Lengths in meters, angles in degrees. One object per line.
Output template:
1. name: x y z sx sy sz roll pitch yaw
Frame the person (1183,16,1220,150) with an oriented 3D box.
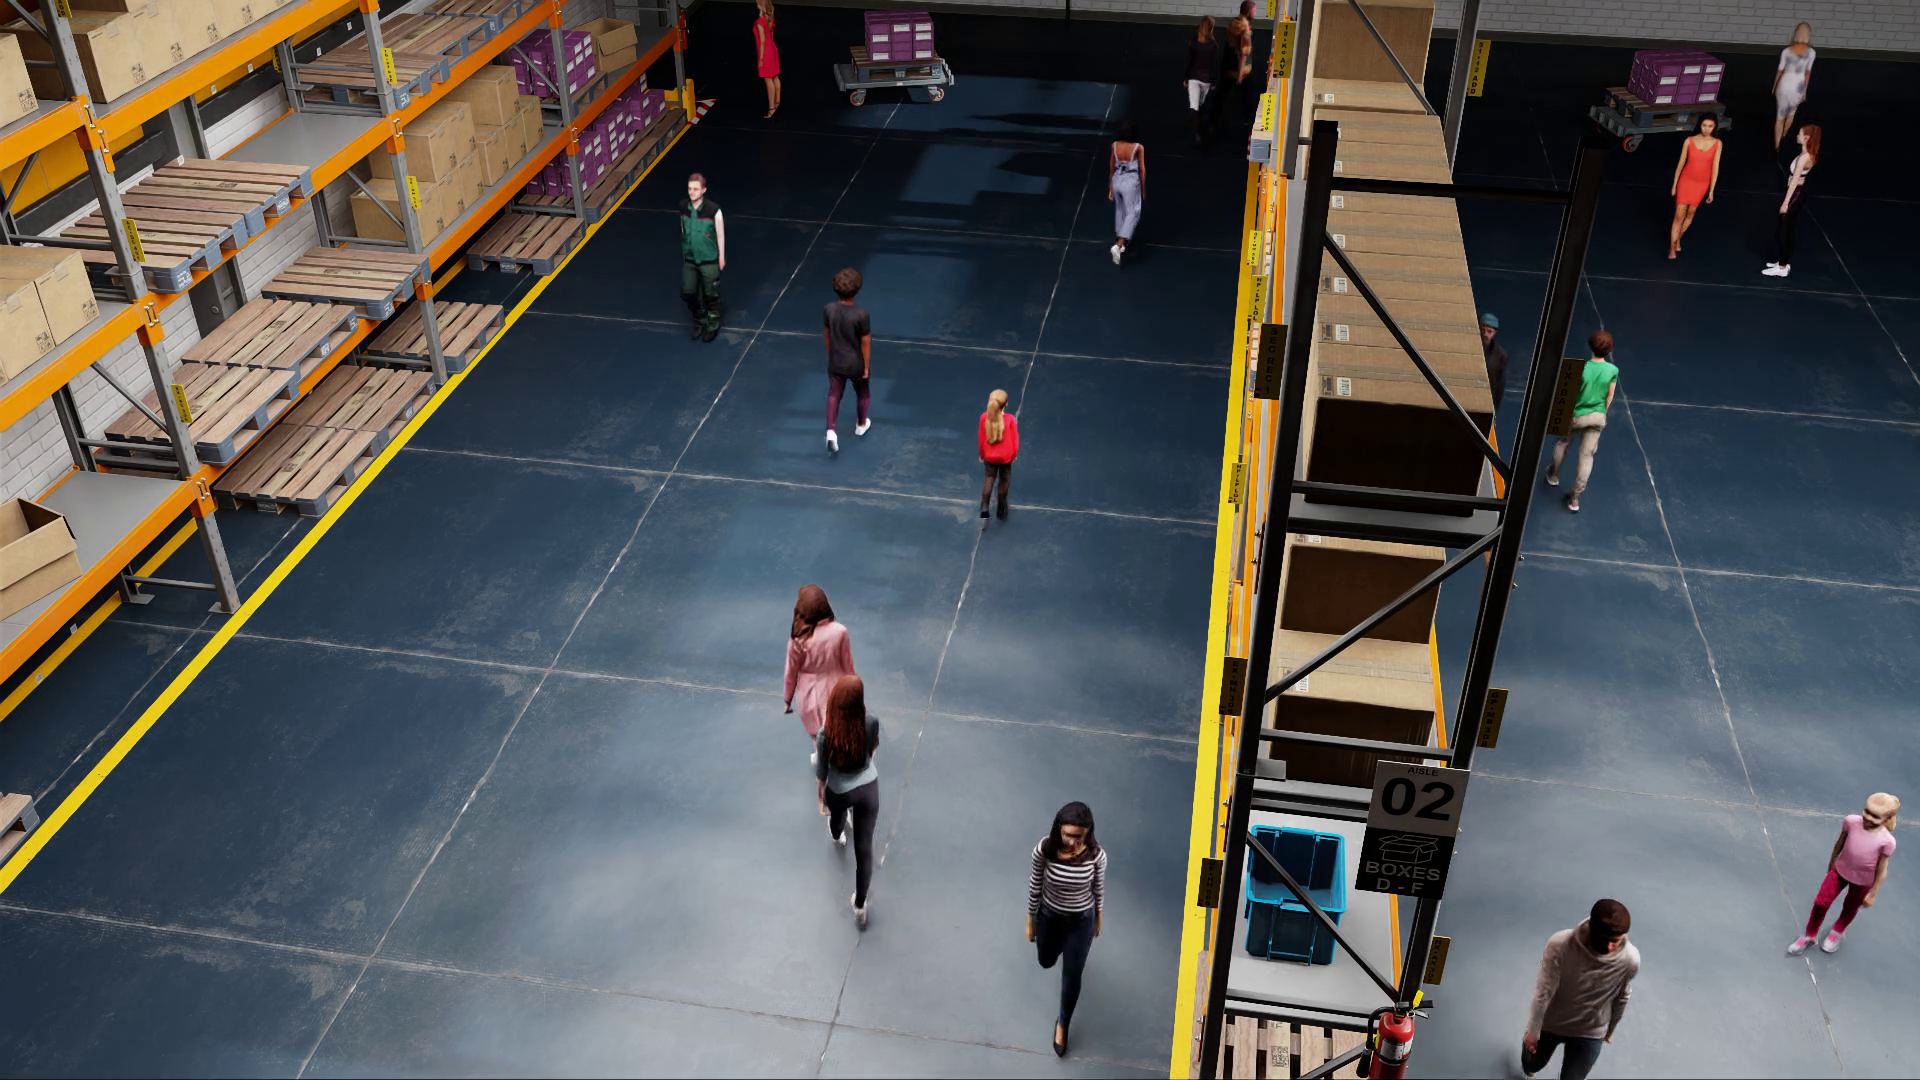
1. person: 3.182 -6.012 22.019 0.622 1.697 1.139 2 34 3

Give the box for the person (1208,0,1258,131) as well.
1. person: 3.663 -6.372 22.505 1.178 1.759 1.199 -12 36 -18

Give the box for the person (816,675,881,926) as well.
1. person: -0.649 1.672 10.473 0.920 1.682 1.240 -8 35 -12

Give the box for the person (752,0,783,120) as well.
1. person: -2.655 -6.736 23.080 0.675 1.728 0.538 13 36 18

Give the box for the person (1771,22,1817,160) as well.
1. person: 10.847 -5.826 21.729 0.696 1.709 1.044 12 36 18

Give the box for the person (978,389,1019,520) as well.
1. person: 0.320 -0.711 14.428 0.533 1.272 0.683 9 35 14

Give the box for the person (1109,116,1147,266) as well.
1. person: 1.878 -3.961 18.959 0.796 1.670 1.111 16 37 23

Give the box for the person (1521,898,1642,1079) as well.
1. person: 3.295 2.542 9.034 0.686 1.826 1.089 7 34 10

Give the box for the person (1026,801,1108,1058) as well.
1. person: 0.606 2.159 9.652 0.641 1.778 0.981 2 34 4

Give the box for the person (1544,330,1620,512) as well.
1. person: 5.496 -1.014 14.565 0.570 1.625 0.911 5 34 8

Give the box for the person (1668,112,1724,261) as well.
1. person: 8.444 -4.105 19.155 0.628 1.692 0.996 8 34 12

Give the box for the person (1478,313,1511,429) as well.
1. person: 4.510 -1.209 14.696 0.658 1.805 0.863 6 34 8

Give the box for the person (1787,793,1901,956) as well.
1. person: 5.568 2.039 10.303 0.759 1.259 0.682 -28 43 -35

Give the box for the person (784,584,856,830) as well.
1. person: -0.895 1.158 11.181 1.037 1.755 1.203 -15 36 -21

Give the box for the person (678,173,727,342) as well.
1. person: -2.651 -2.968 17.314 0.687 1.836 0.689 10 35 14

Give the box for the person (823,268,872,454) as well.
1. person: -1.072 -1.653 15.404 0.607 1.762 1.001 6 34 9

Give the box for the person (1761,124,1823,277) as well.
1. person: 9.375 -3.806 18.661 0.729 1.742 0.624 21 39 28
